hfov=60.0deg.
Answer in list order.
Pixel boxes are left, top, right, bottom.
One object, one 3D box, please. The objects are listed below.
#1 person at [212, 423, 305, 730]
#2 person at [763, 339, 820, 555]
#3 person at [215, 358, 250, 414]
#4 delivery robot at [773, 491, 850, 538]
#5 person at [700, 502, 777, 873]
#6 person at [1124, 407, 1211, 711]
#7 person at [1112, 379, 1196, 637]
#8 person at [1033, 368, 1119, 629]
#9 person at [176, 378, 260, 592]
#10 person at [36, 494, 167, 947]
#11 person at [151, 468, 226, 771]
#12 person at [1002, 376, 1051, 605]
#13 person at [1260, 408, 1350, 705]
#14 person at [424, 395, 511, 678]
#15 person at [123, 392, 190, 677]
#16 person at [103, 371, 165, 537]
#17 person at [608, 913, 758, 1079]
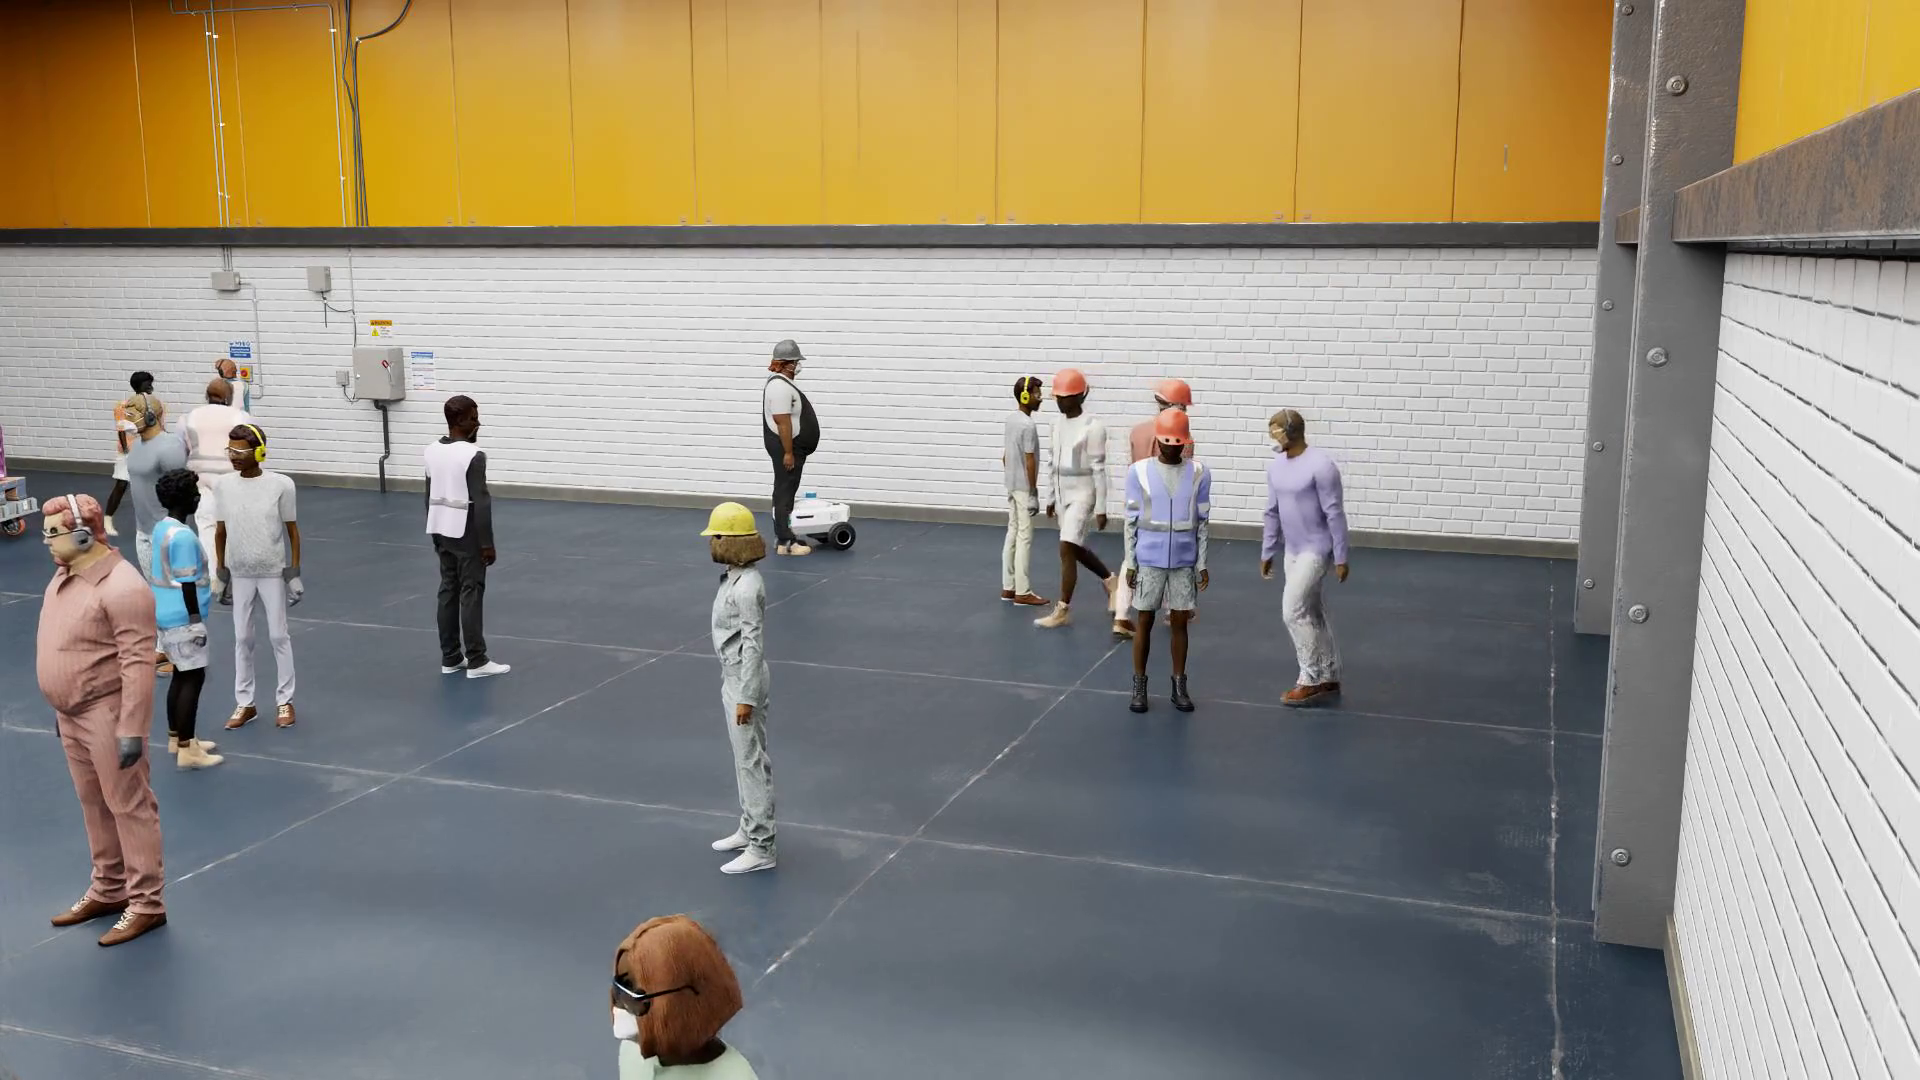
[{"bbox_3d":[-4.249,0.221,10.076,0.520,1.865,0.335,-1,10,-5],"label":"person"},{"bbox_3d":[-1.602,-0.891,15.836,0.539,2.000,0.689,-2,10,-10],"label":"person"},{"bbox_3d":[-8.305,-1.250,18.983,0.312,1.642,0.512,5,11,25],"label":"person"},{"bbox_3d":[-1.434,-0.225,16.005,0.707,0.478,0.477,-5,11,-25],"label":"delivery robot"},{"bbox_3d":[-1.042,0.685,7.798,0.311,1.743,0.493,-2,10,-13],"label":"person"},{"bbox_3d":[1.301,0.127,10.426,0.543,1.928,0.372,0,10,-2],"label":"person"},{"bbox_3d":[1.482,-0.241,12.496,0.600,1.935,1.043,8,13,37],"label":"person"},{"bbox_3d":[0.969,-0.331,12.832,0.884,2.010,0.656,-6,12,-31],"label":"person"},{"bbox_3d":[-6.376,-0.484,14.264,0.745,1.782,0.962,-2,10,-13],"label":"person"},{"bbox_3d":[-3.643,0.747,7.006,0.636,1.903,0.404,8,13,36],"label":"person"},{"bbox_3d":[-4.374,0.437,9.360,0.320,1.693,0.539,-7,12,-35],"label":"person"},{"bbox_3d":[0.520,-0.400,13.575,0.330,1.864,0.512,-4,11,-21],"label":"person"},{"bbox_3d":[2.192,0.103,10.672,0.645,1.891,0.634,-4,11,-20],"label":"person"},{"bbox_3d":[-3.391,-0.020,11.289,0.589,1.915,0.399,7,13,36],"label":"person"},{"bbox_3d":[-5.445,-0.040,11.332,0.635,1.937,0.355,9,13,41],"label":"person"},{"bbox_3d":[-8.335,-0.879,16.869,0.465,1.655,0.721,6,12,30],"label":"person"},{"bbox_3d":[-0.494,1.524,3.404,0.492,1.622,0.510,-9,13,-40],"label":"person"}]
